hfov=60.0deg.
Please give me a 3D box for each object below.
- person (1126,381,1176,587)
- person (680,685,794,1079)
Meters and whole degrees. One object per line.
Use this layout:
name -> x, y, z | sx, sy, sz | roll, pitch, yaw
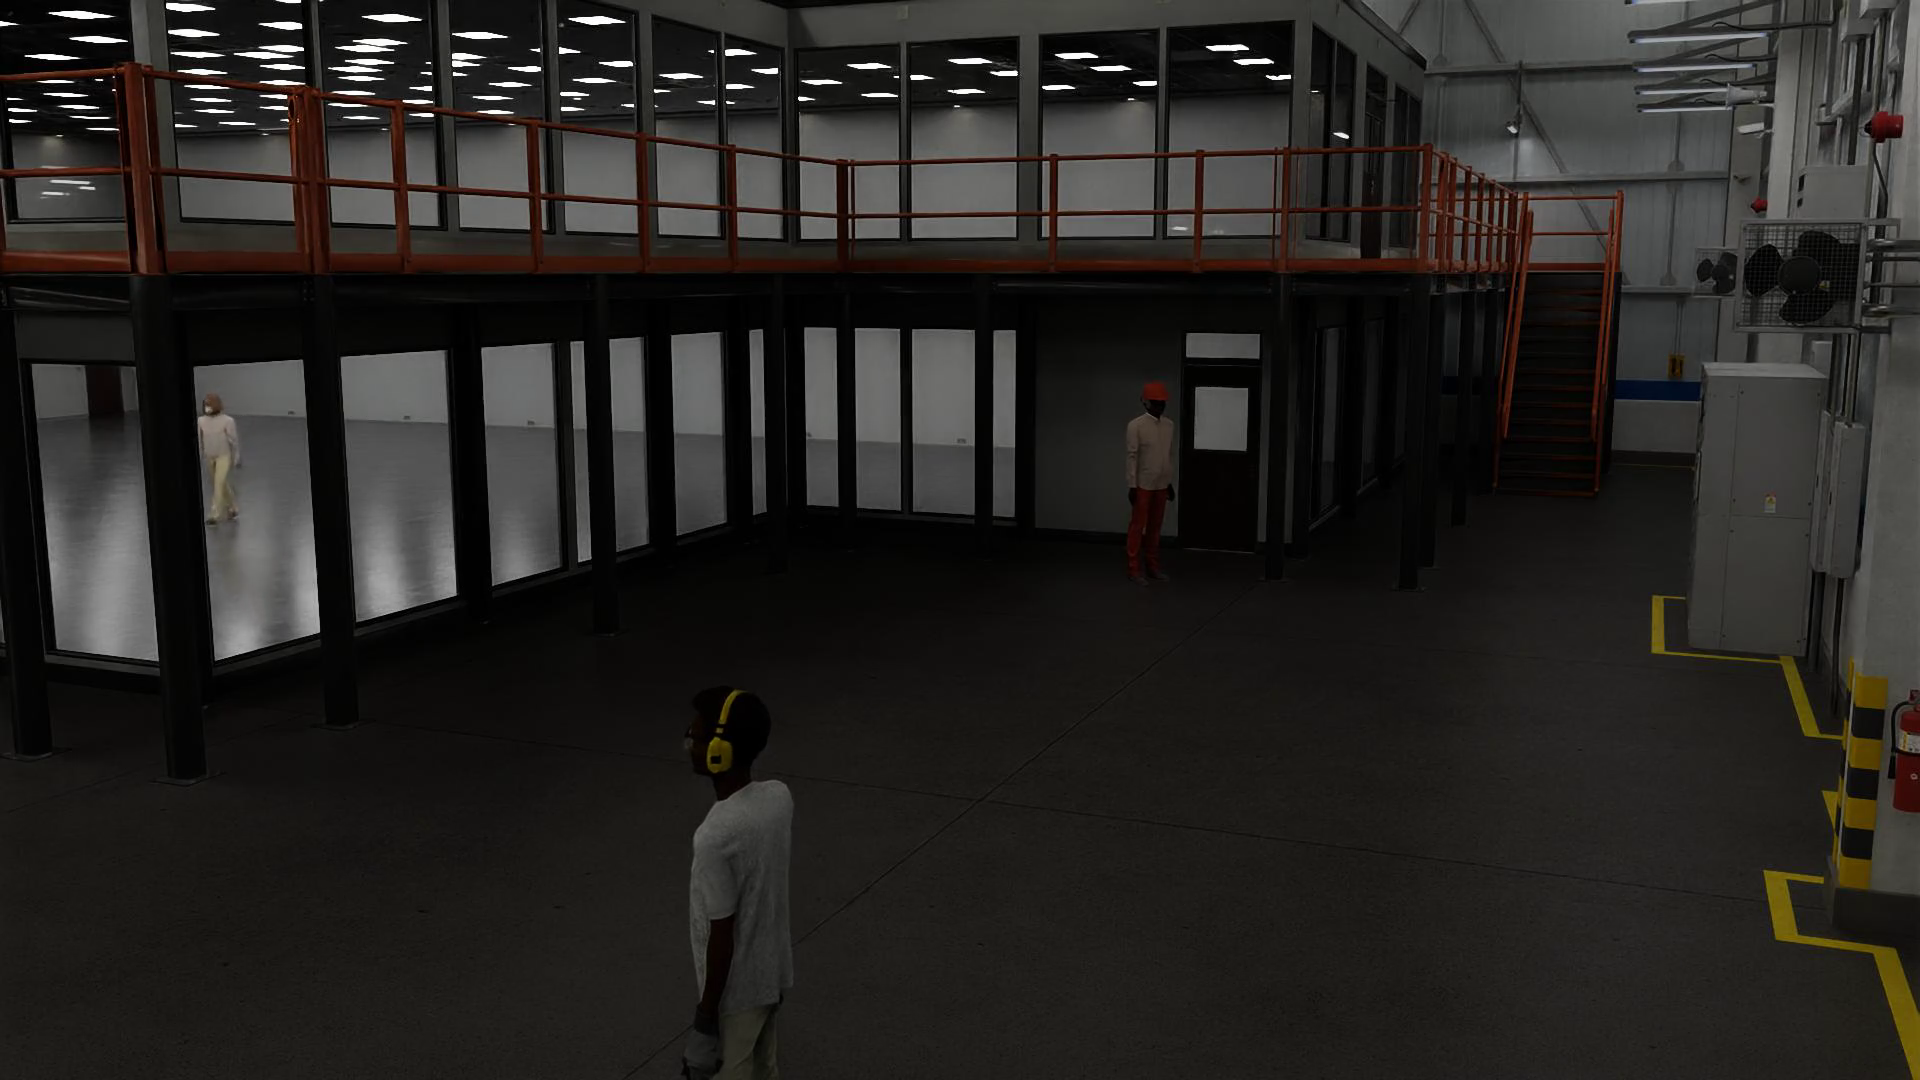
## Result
person -> 1.868, -0.549, 16.176 | 0.612, 1.995, 0.393 | -8, 12, -39
person -> -0.665, 1.340, 4.899 | 0.328, 1.876, 0.515 | 3, 10, 16
